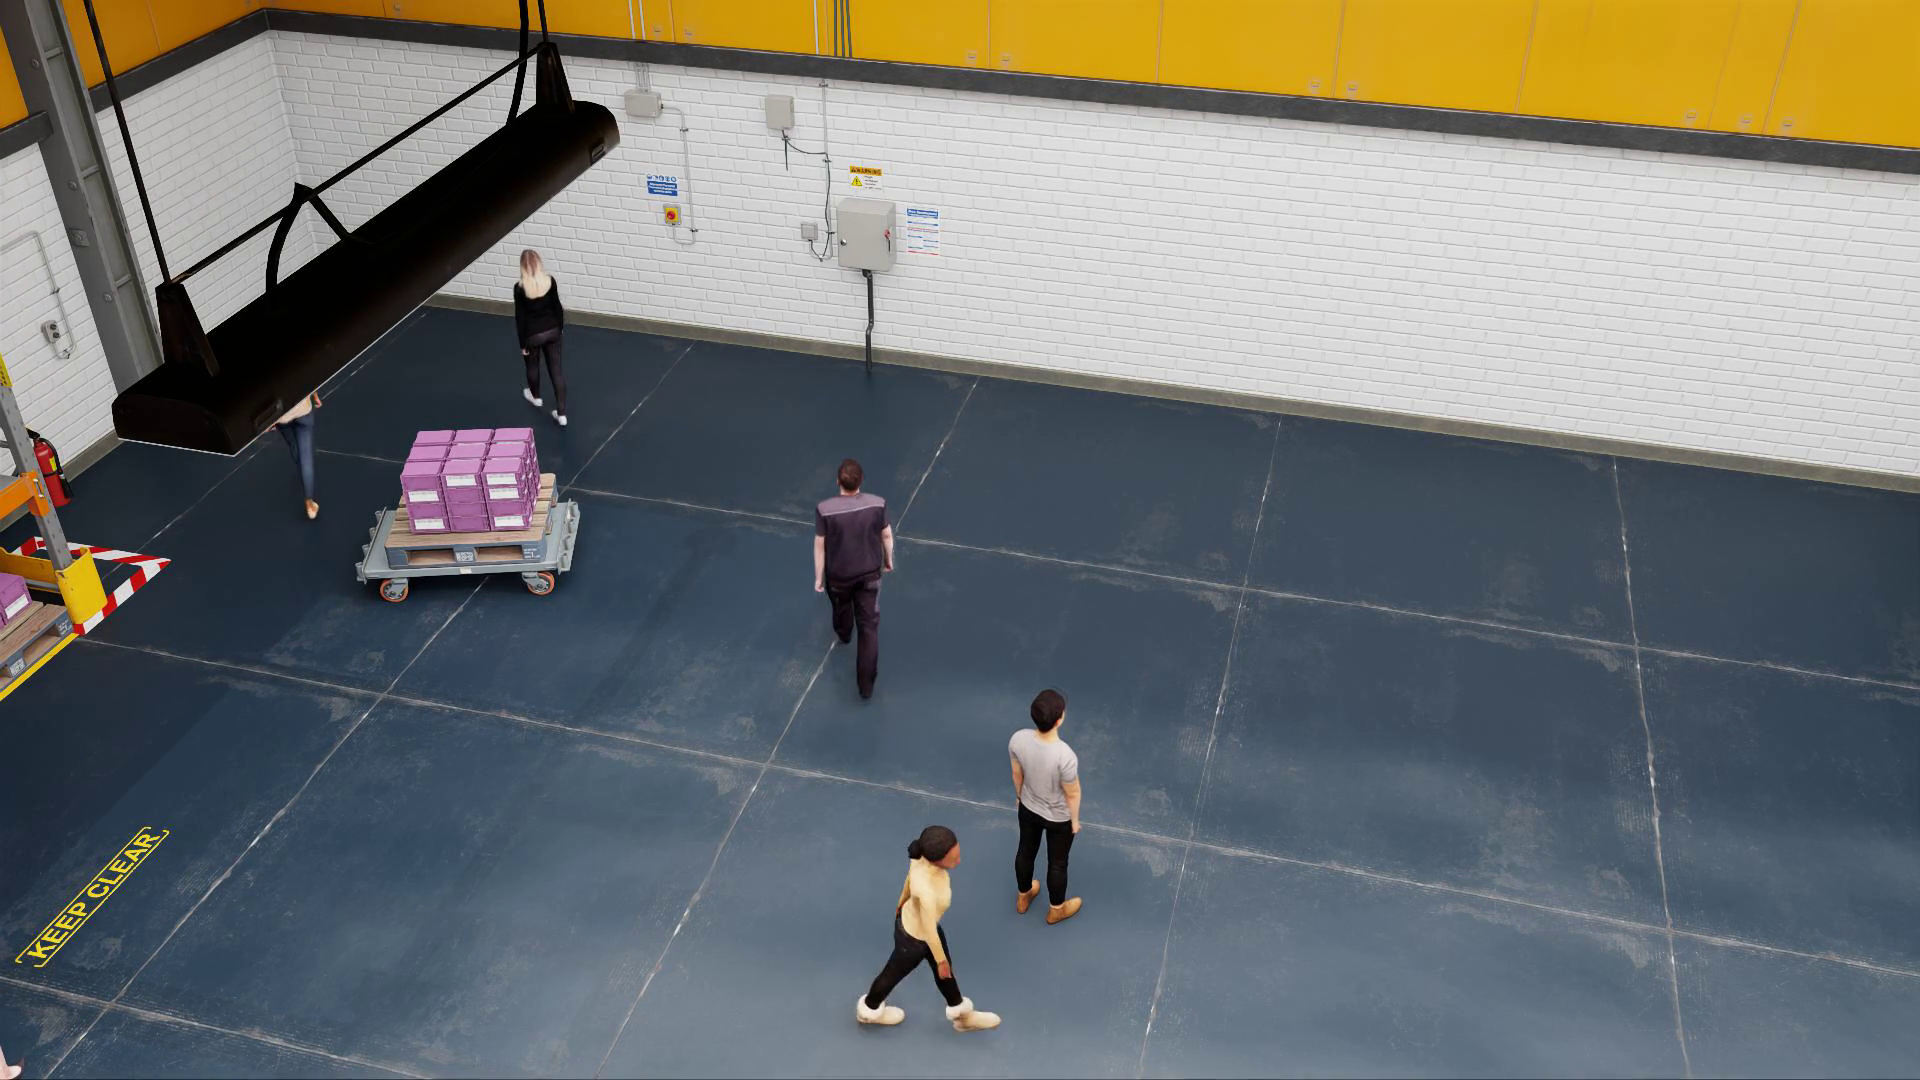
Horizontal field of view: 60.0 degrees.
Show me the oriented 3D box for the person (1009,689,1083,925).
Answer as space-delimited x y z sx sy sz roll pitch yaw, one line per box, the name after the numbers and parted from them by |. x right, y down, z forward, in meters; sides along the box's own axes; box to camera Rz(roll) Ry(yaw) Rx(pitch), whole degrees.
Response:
0.513 1.597 9.995 0.669 1.724 0.637 20 39 28 | person

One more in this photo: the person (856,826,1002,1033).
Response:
-0.319 2.173 9.240 0.771 1.600 1.045 -1 34 -1 | person

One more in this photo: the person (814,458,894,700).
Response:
-0.745 0.300 11.883 1.060 1.794 1.324 -4 34 -7 | person

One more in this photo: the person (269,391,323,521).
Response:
-5.564 -0.994 13.881 0.960 1.738 1.205 -7 34 -11 | person

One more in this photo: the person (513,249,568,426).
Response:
-3.779 -1.804 15.169 0.996 1.661 1.035 -20 39 -28 | person
